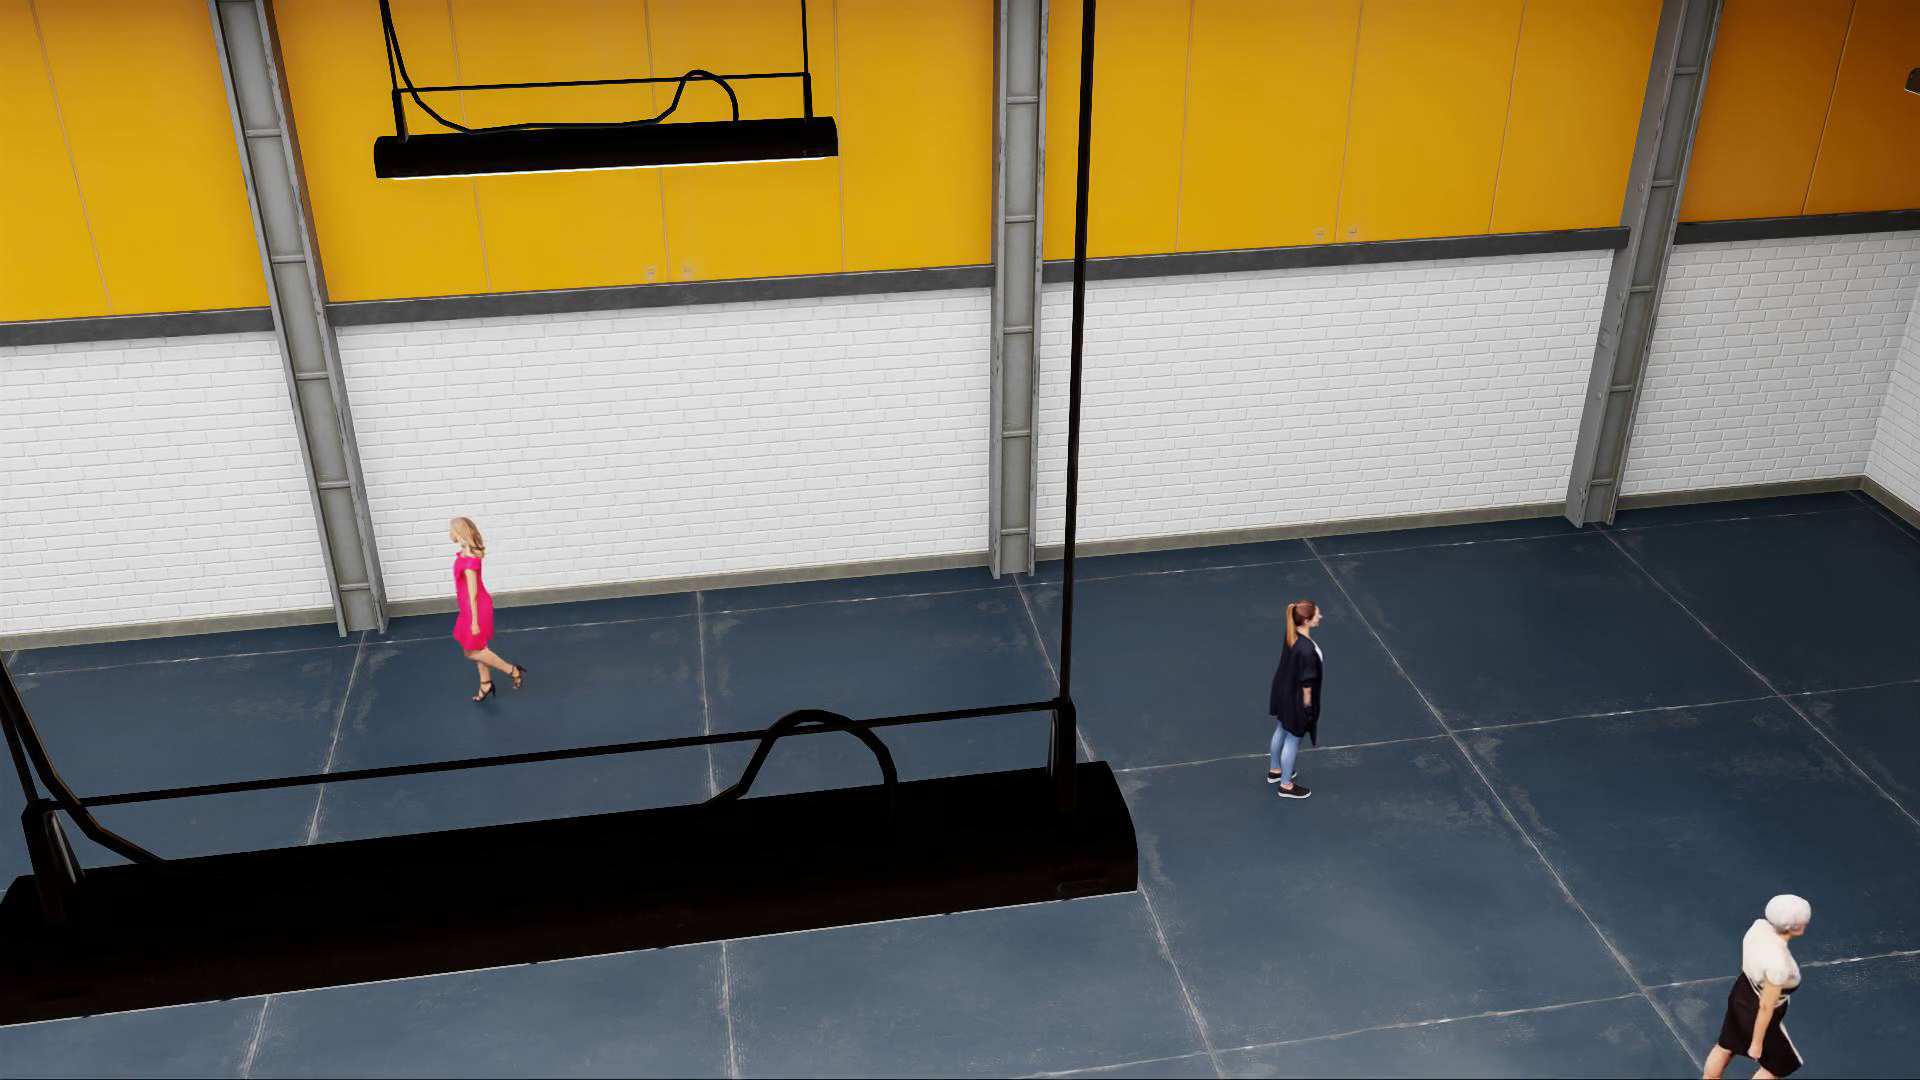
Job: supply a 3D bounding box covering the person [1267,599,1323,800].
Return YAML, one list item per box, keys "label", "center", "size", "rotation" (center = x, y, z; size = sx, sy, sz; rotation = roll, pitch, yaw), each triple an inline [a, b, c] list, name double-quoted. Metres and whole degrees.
- label: "person"
  center: [2.533, 1.185, 12.629]
  size: [0.554, 1.683, 0.625]
  rotation: [-4, 29, -8]

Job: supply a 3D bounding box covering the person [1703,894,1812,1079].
- label: "person"
  center: [4.520, 2.764, 9.674]
  size: [0.794, 1.740, 0.737]
  rotation: [3, 29, 5]

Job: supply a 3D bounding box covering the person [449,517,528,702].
- label: "person"
  center: [-3.906, 0.580, 13.699]
  size: [0.787, 1.719, 0.652]
  rotation: [-8, 30, -14]
